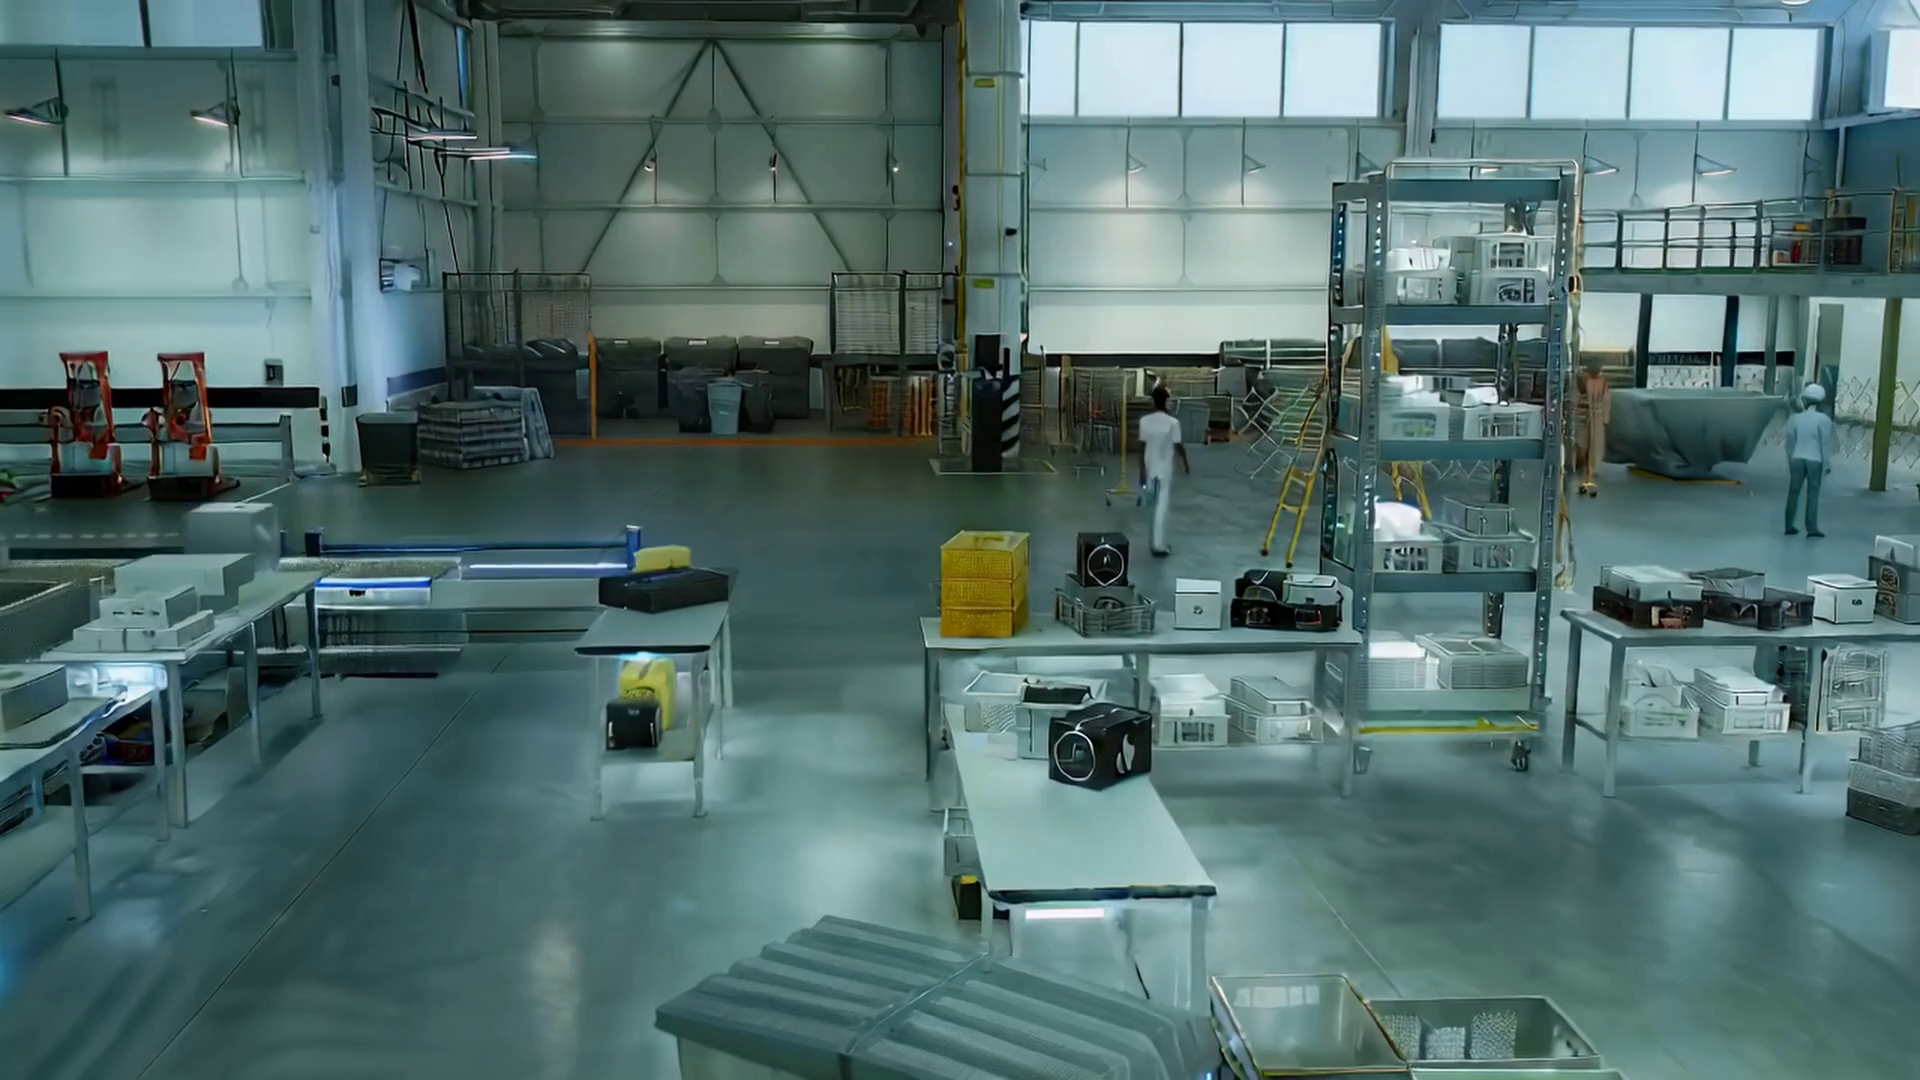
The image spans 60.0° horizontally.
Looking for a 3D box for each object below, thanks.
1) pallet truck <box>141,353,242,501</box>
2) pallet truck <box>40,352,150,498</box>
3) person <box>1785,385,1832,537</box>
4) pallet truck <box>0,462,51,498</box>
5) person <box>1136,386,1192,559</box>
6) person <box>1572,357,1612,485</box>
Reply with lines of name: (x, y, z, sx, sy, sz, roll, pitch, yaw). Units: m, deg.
pallet truck: (-10.520, -1.604, 22.925, 0.823, 1.965, 1.885, -1, 9, -6)
pallet truck: (-11.907, -1.642, 23.165, 0.823, 1.965, 1.885, 0, 9, 0)
person: (9.865, -0.915, 19.326, 0.312, 1.768, 0.529, -5, 11, -30)
pallet truck: (-13.193, -1.293, 23.148, 0.653, 1.274, 1.630, -1, 9, -4)
person: (2.224, -0.733, 17.932, 0.546, 1.857, 0.617, 8, 12, 42)
person: (9.246, -1.769, 24.461, 0.591, 1.847, 0.969, 1, 9, 4)
